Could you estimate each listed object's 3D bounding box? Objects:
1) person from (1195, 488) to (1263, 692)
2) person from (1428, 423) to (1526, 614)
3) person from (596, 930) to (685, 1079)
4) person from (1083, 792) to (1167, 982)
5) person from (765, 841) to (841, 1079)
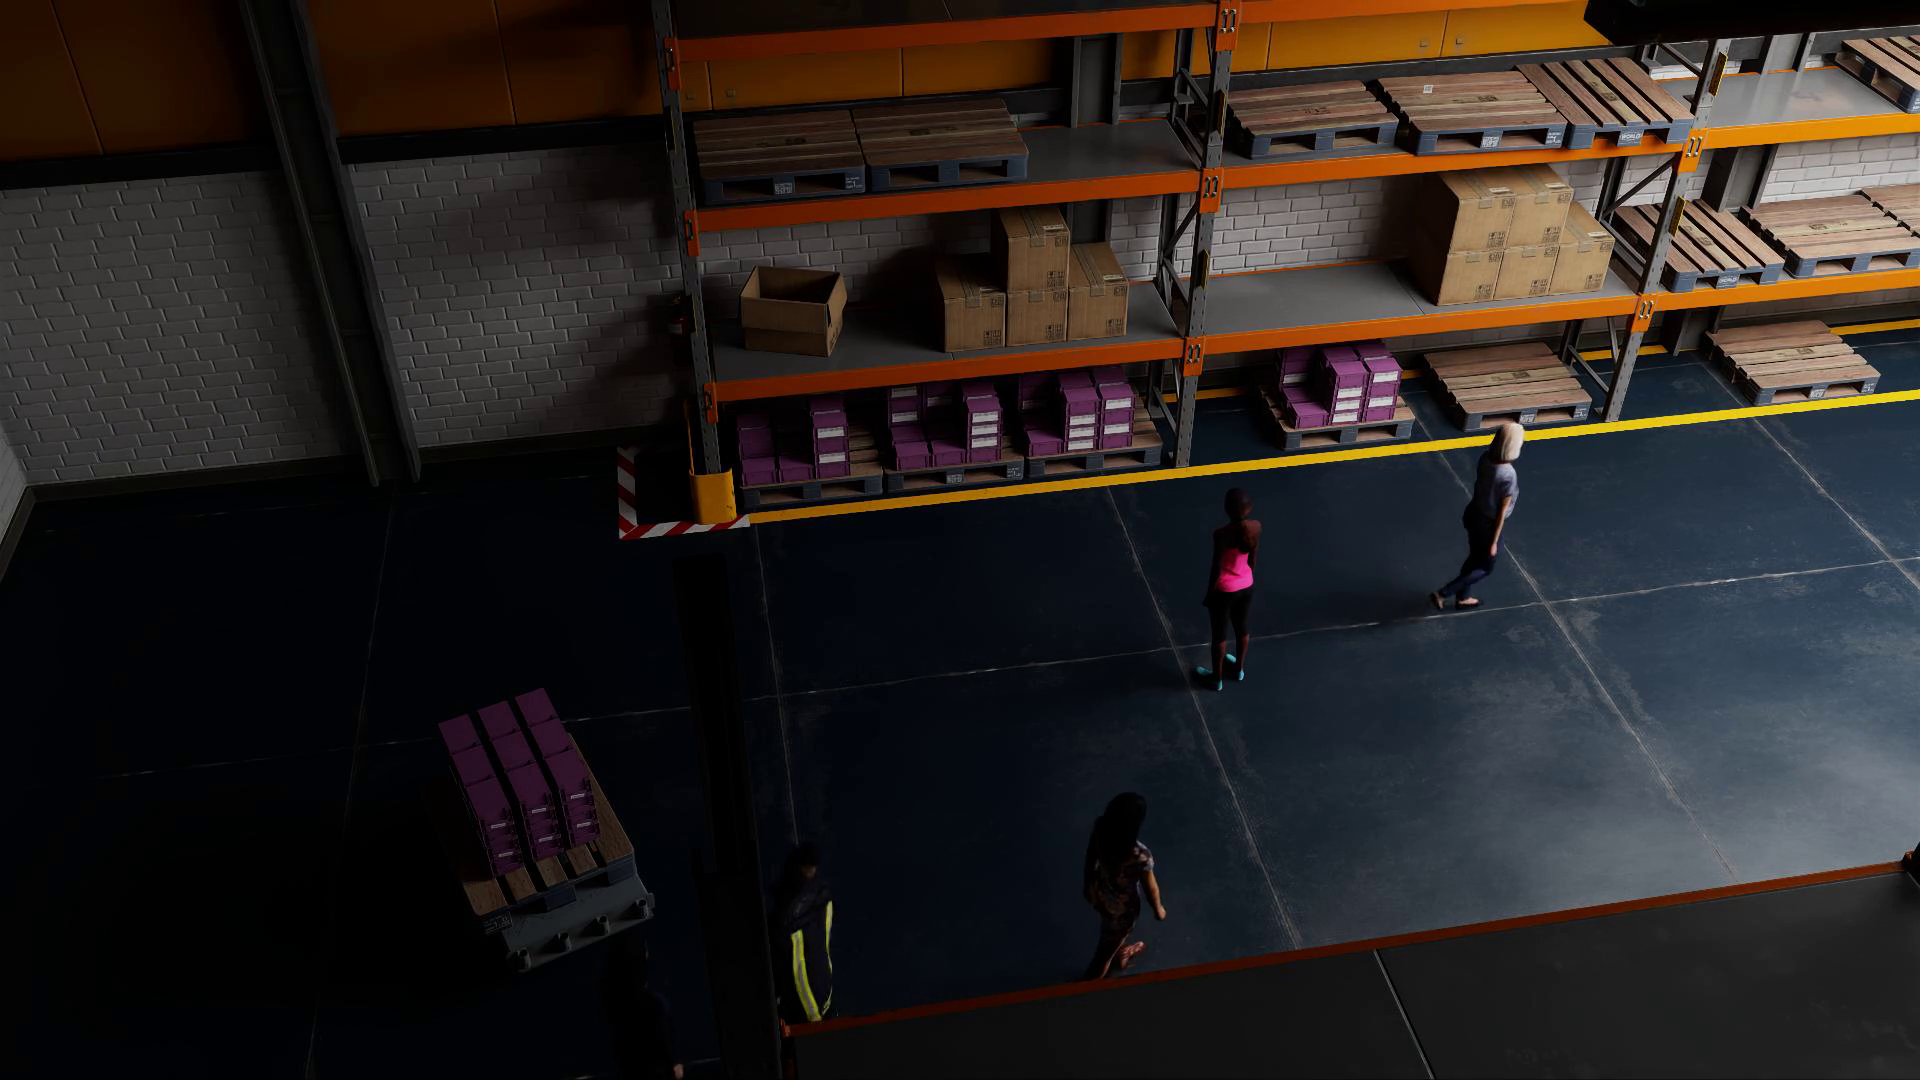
[{"bbox_3d":[1.929,0.345,11.817,0.568,1.724,0.678,-18,42,-21],"label":"person"},{"bbox_3d":[3.827,-0.100,12.395,0.803,1.697,0.651,-11,40,-13],"label":"person"},{"bbox_3d":[-1.696,2.728,8.832,0.723,1.725,0.807,15,41,18],"label":"person"},{"bbox_3d":[0.835,2.132,9.587,0.942,1.714,0.806,-25,45,-27],"label":"person"},{"bbox_3d":[-0.915,2.430,9.136,0.959,1.813,0.940,6,39,7],"label":"person"}]
